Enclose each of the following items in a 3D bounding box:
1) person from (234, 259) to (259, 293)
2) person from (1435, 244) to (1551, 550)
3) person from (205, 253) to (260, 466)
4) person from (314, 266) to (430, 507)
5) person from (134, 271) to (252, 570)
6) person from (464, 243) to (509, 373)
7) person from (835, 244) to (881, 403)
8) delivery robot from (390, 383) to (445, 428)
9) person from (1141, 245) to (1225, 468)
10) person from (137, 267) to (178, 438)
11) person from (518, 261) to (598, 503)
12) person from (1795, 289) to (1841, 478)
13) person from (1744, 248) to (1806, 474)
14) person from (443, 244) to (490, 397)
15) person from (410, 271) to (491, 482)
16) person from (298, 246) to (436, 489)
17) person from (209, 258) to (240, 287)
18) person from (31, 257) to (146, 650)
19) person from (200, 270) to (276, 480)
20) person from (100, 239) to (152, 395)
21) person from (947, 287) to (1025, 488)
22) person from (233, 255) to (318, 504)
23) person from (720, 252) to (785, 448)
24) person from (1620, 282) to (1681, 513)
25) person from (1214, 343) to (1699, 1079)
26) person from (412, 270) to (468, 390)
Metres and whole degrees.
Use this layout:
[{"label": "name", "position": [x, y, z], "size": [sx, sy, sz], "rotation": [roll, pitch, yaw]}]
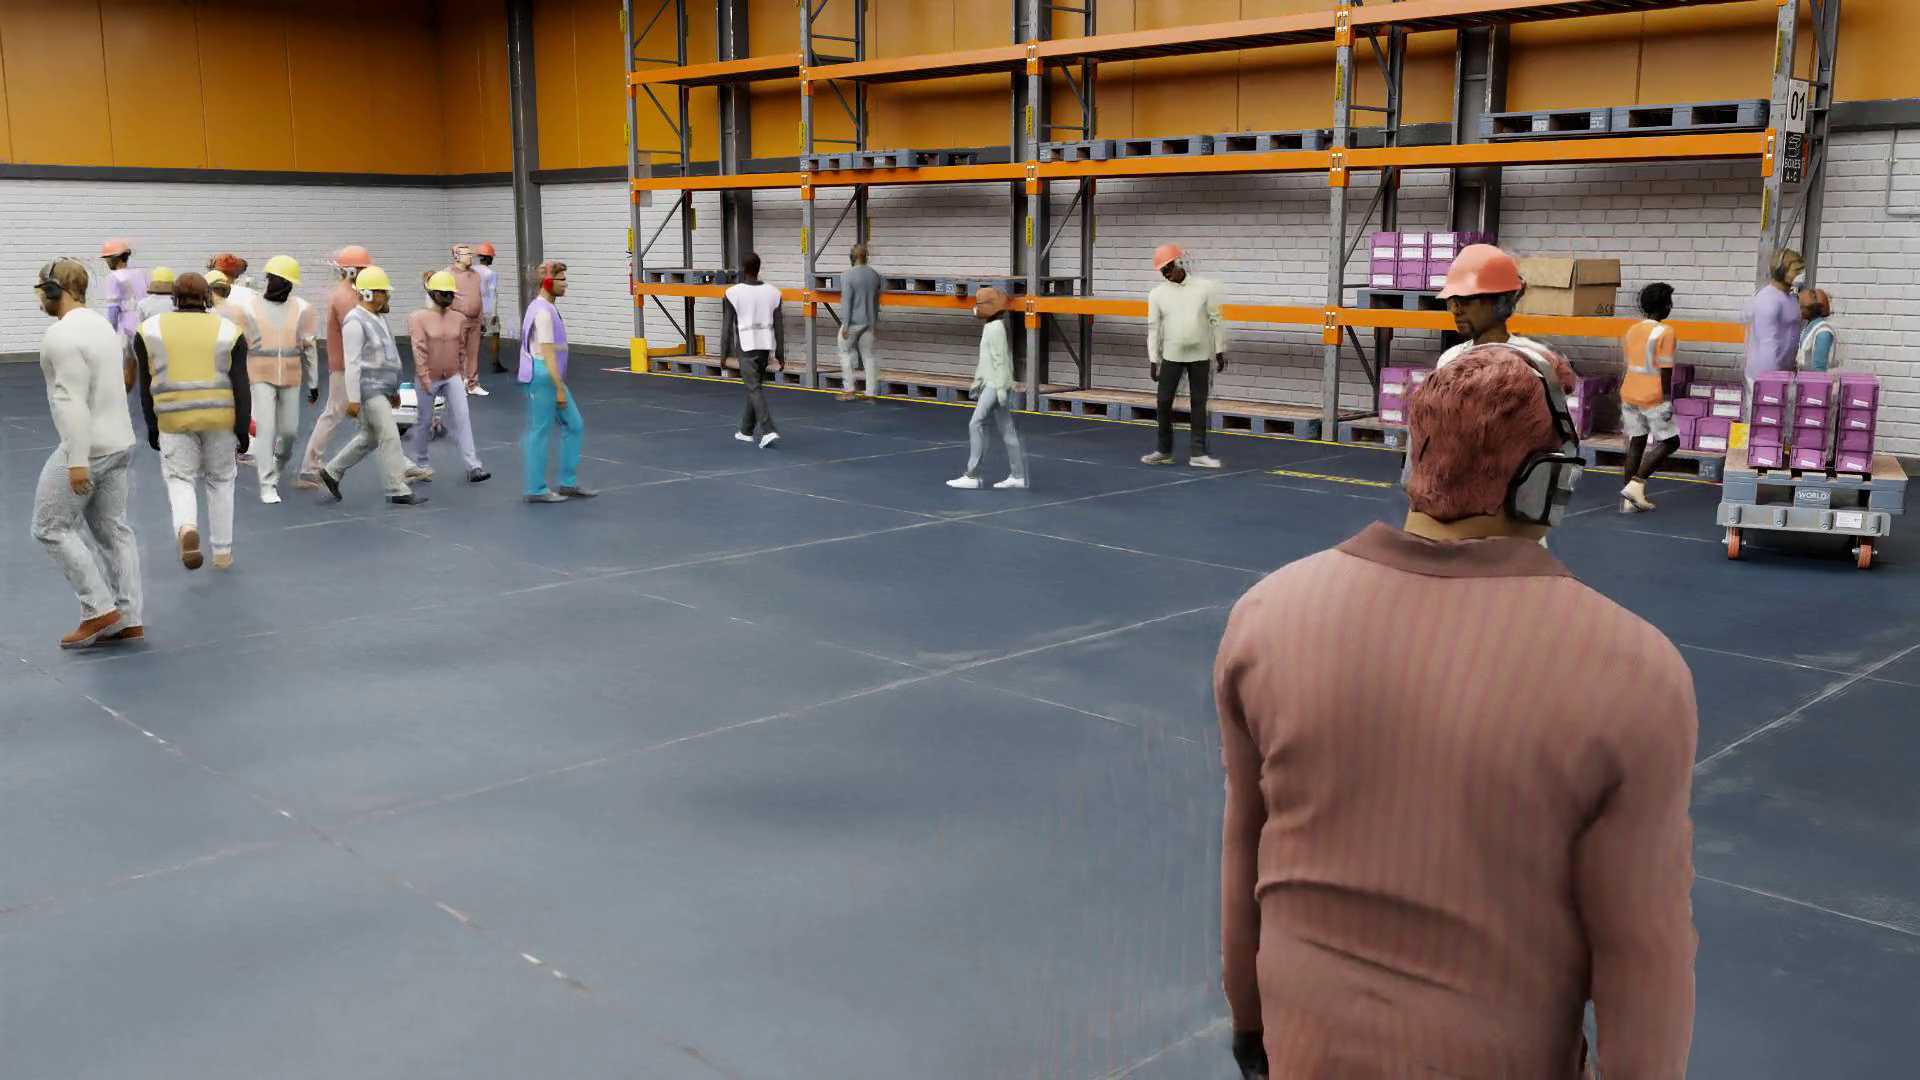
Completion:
[{"label": "person", "position": [-11.628, -3.734, 27.000], "size": [0.514, 1.641, 0.307], "rotation": [-1, 10, -4]}, {"label": "person", "position": [1.964, -0.097, 6.233], "size": [1.041, 1.995, 0.632], "rotation": [-6, 12, -29]}, {"label": "person", "position": [-6.497, -1.600, 14.758], "size": [0.617, 1.854, 0.820], "rotation": [-10, 14, -44]}, {"label": "person", "position": [-4.451, -1.136, 12.419], "size": [0.843, 1.802, 0.602], "rotation": [0, 10, 0]}, {"label": "person", "position": [-4.538, -0.686, 9.902], "size": [0.617, 1.817, 0.647], "rotation": [-4, 11, -23]}, {"label": "person", "position": [-6.977, -3.363, 24.237], "size": [0.549, 1.919, 0.771], "rotation": [6, 12, 28]}, {"label": "person", "position": [-1.270, -2.614, 20.132], "size": [0.650, 1.914, 0.678], "rotation": [-10, 14, -44]}, {"label": "delivery robot", "position": [-5.498, -1.316, 16.518], "size": [0.707, 0.478, 0.477], "rotation": [2, 11, 9]}, {"label": "person", "position": [1.982, -1.589, 14.500], "size": [0.715, 1.943, 0.381], "rotation": [1, 10, 7]}, {"label": "person", "position": [-8.045, -1.907, 16.900], "size": [0.496, 1.692, 0.918], "rotation": [-1, 10, -5]}, {"label": "person", "position": [-2.996, -1.179, 12.543], "size": [0.668, 1.822, 0.606], "rotation": [-2, 11, -9]}, {"label": "person", "position": [6.632, -1.126, 12.838], "size": [0.451, 1.619, 0.526], "rotation": [2, 11, 10]}, {"label": "person", "position": [6.044, -1.180, 12.298], "size": [0.429, 1.923, 0.635], "rotation": [10, 14, 43]}, {"label": "person", "position": [-6.212, -2.751, 20.899], "size": [0.408, 1.913, 0.641], "rotation": [6, 12, 30]}, {"label": "person", "position": [-4.189, -1.300, 13.497], "size": [0.524, 1.726, 0.921], "rotation": [-10, 14, -43]}, {"label": "person", "position": [-4.851, -1.371, 13.324], "size": [1.045, 1.941, 0.629], "rotation": [-1, 10, -7]}, {"label": "person", "position": [-8.427, -2.345, 19.067], "size": [0.948, 1.777, 0.613], "rotation": [2, 11, 10]}, {"label": "person", "position": [-4.271, -0.410, 8.119], "size": [0.495, 1.915, 0.653], "rotation": [-1, 10, -7]}, {"label": "person", "position": [-6.004, -1.359, 13.772], "size": [0.548, 1.734, 0.563], "rotation": [2, 11, 10]}, {"label": "person", "position": [-9.238, -2.344, 18.518], "size": [1.024, 1.975, 0.606], "rotation": [1, 10, 4]}, {"label": "person", "position": [0.192, -1.198, 13.267], "size": [0.731, 1.607, 0.513], "rotation": [1, 10, 3]}, {"label": "person", "position": [-5.315, -1.252, 12.834], "size": [0.675, 1.883, 0.776], "rotation": [-7, 13, -34]}, {"label": "person", "position": [-1.982, -1.839, 16.056], "size": [0.603, 1.874, 1.018], "rotation": [-7, 13, -34]}, {"label": "person", "position": [4.995, -1.020, 12.045], "size": [0.362, 1.684, 0.549], "rotation": [-2, 11, -11]}, {"label": "person", "position": [0.616, 0.687, 2.213], "size": [0.664, 1.889, 0.488], "rotation": [8, 13, 36]}, {"label": "person", "position": [-6.769, -2.730, 21.734], "size": [0.856, 1.598, 0.501], "rotation": [-7, 12, -33]}]
